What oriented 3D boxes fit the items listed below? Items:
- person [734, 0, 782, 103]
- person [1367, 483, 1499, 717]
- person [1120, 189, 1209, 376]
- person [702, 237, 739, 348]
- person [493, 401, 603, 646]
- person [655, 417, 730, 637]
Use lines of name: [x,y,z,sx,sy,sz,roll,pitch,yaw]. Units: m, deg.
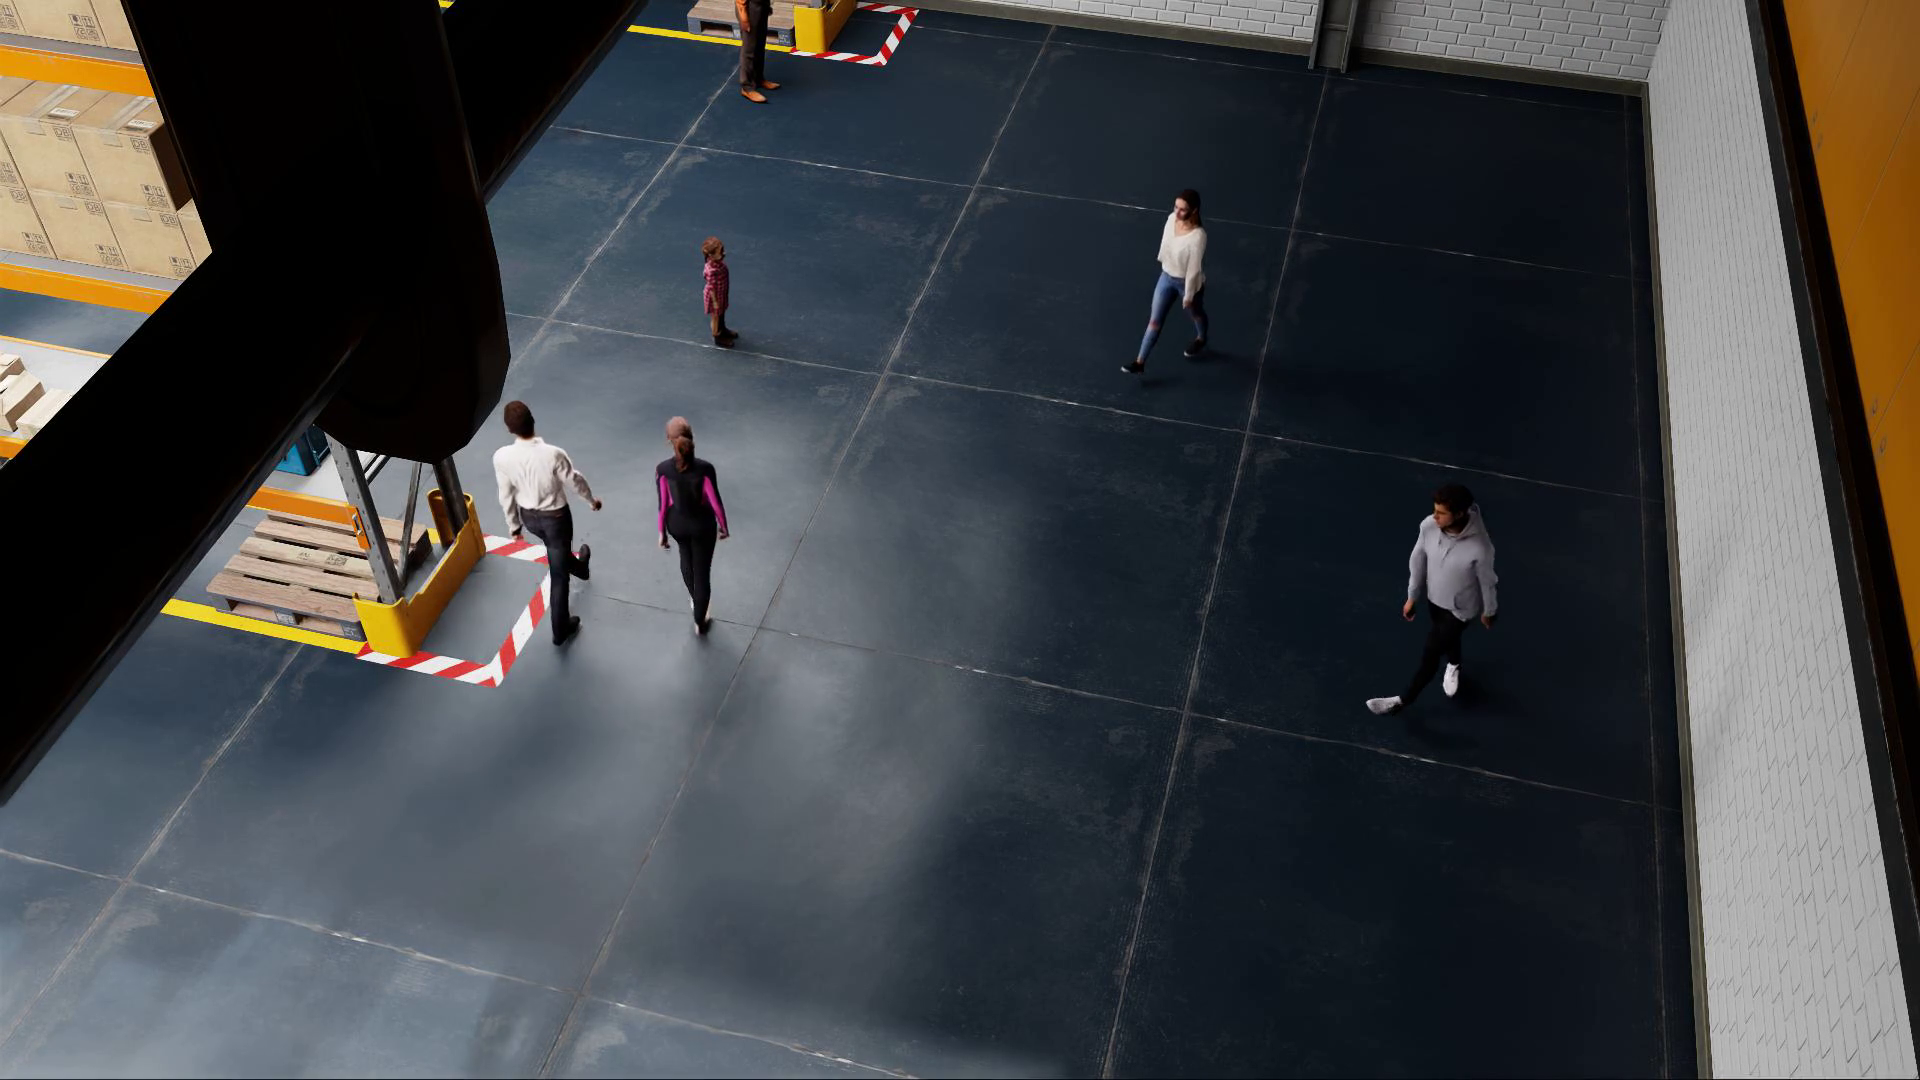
person: [-2.073,-5.304,16.460,0.635,1.907,0.716,15,46,16]
person: [3.187,0.354,10.553,1.187,1.863,1.173,-34,53,-31]
person: [1.825,-2.069,13.259,1.135,1.639,1.159,-29,51,-27]
person: [-2.002,-2.051,13.688,0.433,1.022,0.414,11,45,11]
person: [-2.767,-0.051,11.007,1.071,1.824,0.844,9,44,9]
person: [-1.792,-0.017,11.044,0.690,1.722,0.765,0,44,0]
